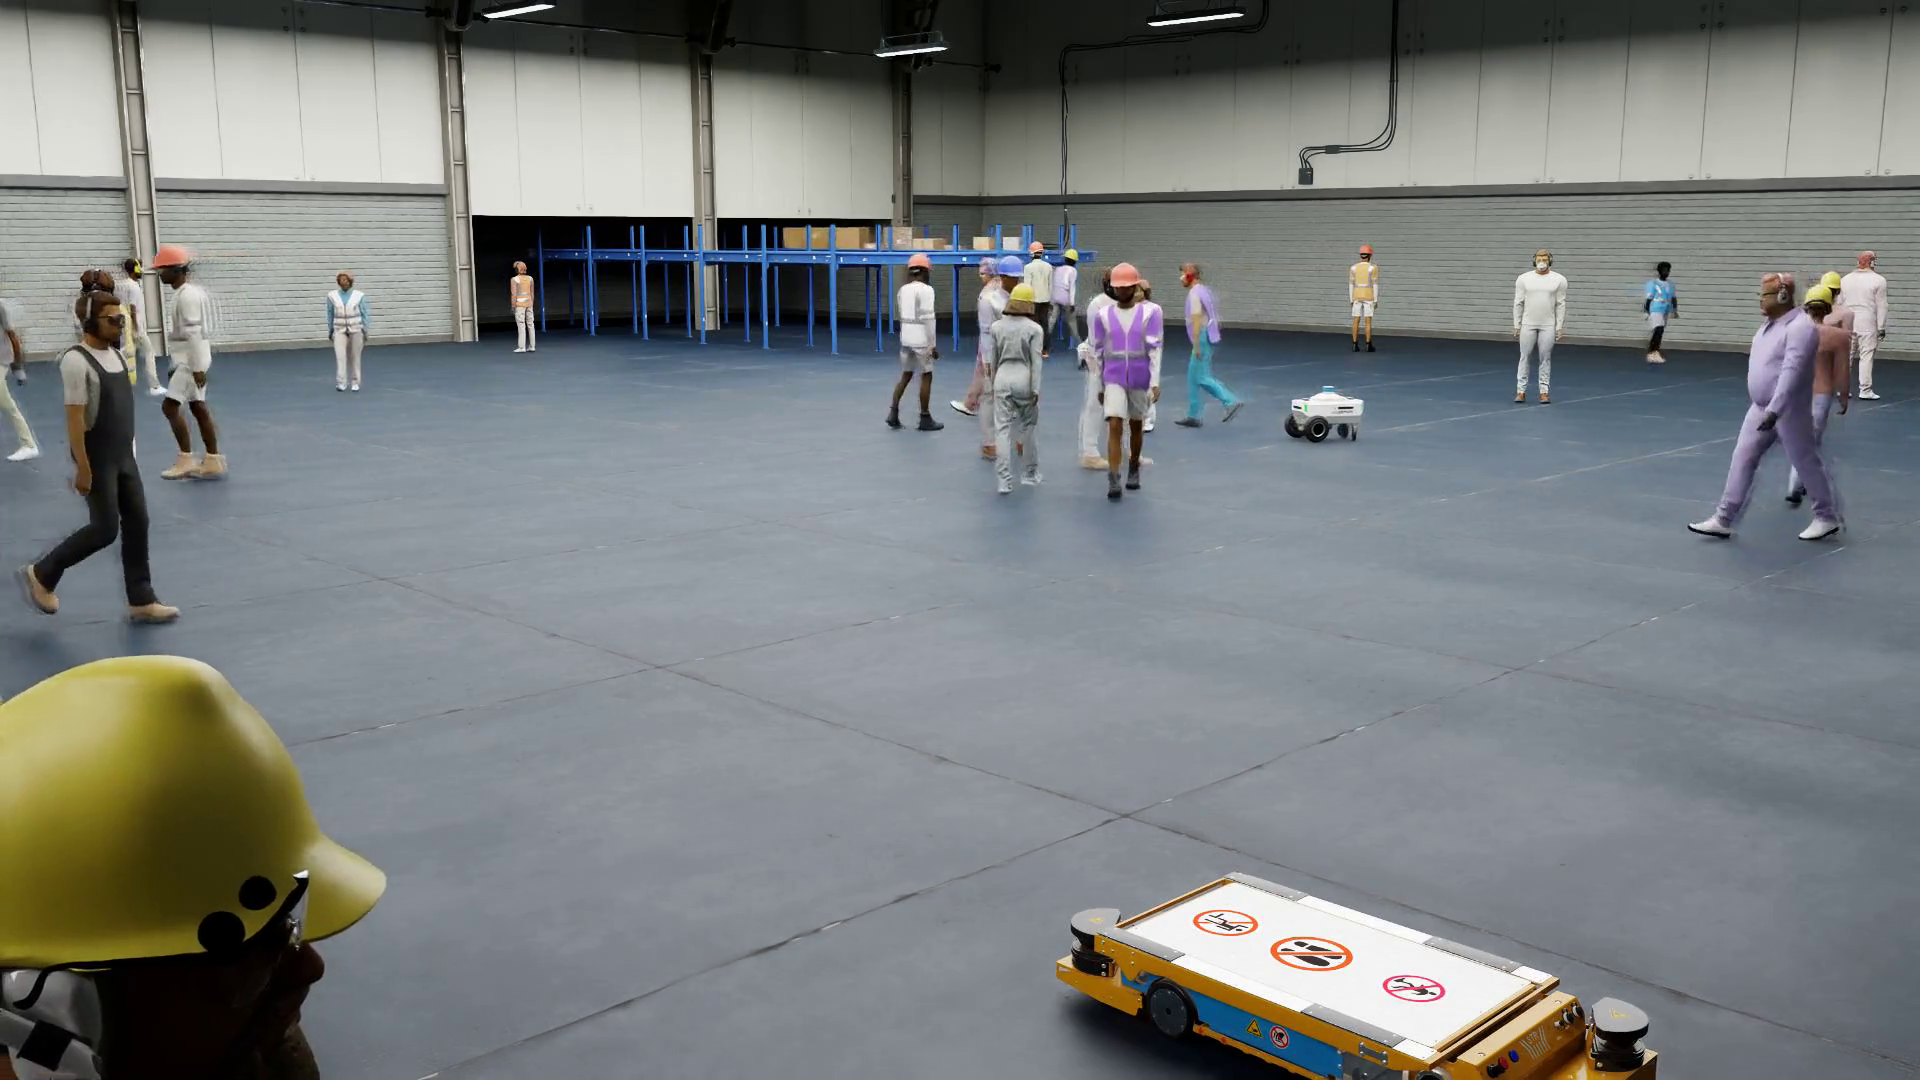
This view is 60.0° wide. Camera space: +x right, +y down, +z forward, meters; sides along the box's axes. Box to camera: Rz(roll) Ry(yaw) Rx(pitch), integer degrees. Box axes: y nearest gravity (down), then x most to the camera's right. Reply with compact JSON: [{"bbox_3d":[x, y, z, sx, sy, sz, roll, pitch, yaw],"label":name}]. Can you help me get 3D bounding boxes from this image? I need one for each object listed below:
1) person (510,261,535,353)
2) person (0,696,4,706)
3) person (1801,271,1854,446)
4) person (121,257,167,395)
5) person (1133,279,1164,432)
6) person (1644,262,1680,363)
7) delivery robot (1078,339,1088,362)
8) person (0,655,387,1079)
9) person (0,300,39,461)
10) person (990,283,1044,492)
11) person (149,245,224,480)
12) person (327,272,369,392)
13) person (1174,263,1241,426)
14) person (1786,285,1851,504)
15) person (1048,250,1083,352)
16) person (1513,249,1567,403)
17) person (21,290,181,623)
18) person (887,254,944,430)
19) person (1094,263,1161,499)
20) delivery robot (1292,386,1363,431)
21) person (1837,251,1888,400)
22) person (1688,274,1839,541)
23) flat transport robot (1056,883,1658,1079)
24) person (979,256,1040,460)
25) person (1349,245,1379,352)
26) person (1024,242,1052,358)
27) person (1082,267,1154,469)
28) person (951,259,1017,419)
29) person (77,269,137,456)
[{"bbox_3d":[-7.913,-4.213,30.095,0.310,1.642,0.514,7,12,33],"label":"person"},{"bbox_3d":[-2.866,0.339,4.619,0.542,1.881,1.004,2,10,8],"label":"person"},{"bbox_3d":[8.804,-1.864,16.963,0.534,1.748,0.639,9,14,41],"label":"person"},{"bbox_3d":[-11.000,-2.821,22.002,0.876,1.834,0.505,-9,13,-39],"label":"person"},{"bbox_3d":[1.951,-1.997,18.012,0.523,1.638,0.311,6,12,29],"label":"person"},{"bbox_3d":[11.652,-3.759,27.539,0.537,1.670,0.643,-5,11,-24],"label":"person"},{"bbox_3d":[2.112,-3.043,26.539,0.477,0.478,0.707,3,11,16],"label":"delivery robot"},{"bbox_3d":[-0.566,0.978,1.259,0.404,1.830,0.602,-2,11,-11],"label":"person"},{"bbox_3d":[-9.031,-1.609,15.416,0.509,1.817,0.995,5,12,26],"label":"person"},{"bbox_3d":[0.490,-1.276,13.885,0.499,1.705,0.820,3,11,17],"label":"person"},{"bbox_3d":[-6.747,-1.516,14.333,0.675,2.021,0.656,-5,12,-27],"label":"person"},{"bbox_3d":[-8.249,-2.789,22.392,0.545,1.602,0.780,-2,11,-12],"label":"person"},{"bbox_3d":[2.751,-2.169,18.484,0.697,1.808,0.618,2,11,13],"label":"person"},{"bbox_3d":[6.784,-1.167,13.269,0.538,1.721,0.931,9,14,41],"label":"person"},{"bbox_3d":[1.894,-4.333,30.187,1.011,1.844,0.652,-8,13,-39],"label":"person"},{"bbox_3d":[7.337,-2.712,21.097,0.632,1.940,0.372,3,11,17],"label":"person"},{"bbox_3d":[-4.715,-0.436,9.024,0.701,1.828,0.518,0,10,1],"label":"person"},{"bbox_3d":[-0.484,-2.153,18.181,0.517,1.908,0.619,-9,14,-41],"label":"person"},{"bbox_3d":[1.362,-1.316,13.629,0.545,1.893,0.992,1,10,6],"label":"person"},{"bbox_3d":[3.843,-1.366,17.393,0.707,0.478,0.477,-3,11,-17],"label":"delivery robot"},{"bbox_3d":[11.691,-2.780,21.547,0.411,1.911,0.643,-7,12,-32],"label":"person"},{"bbox_3d":[5.708,-0.917,11.574,1.032,1.855,0.647,-1,10,-7],"label":"person"},{"bbox_3d":[1.002,1.205,4.401,0.652,0.197,1.431,-10,14,-44],"label":"flat transport robot"},{"bbox_3d":[0.476,-1.692,15.596,0.678,1.913,0.753,-8,13,-36],"label":"person"},{"bbox_3d":[7.387,-4.418,30.399,0.542,1.938,0.358,7,12,32],"label":"person"},{"bbox_3d":[1.326,-4.151,28.786,0.609,1.995,0.378,-8,13,-37],"label":"person"},{"bbox_3d":[1.434,-1.540,15.013,0.761,1.820,0.621,7,13,34],"label":"person"},{"bbox_3d":[0.380,-2.321,19.233,1.030,1.835,0.708,7,12,33],"label":"person"},{"bbox_3d":[-6.823,-1.235,13.304,0.430,1.845,0.619,-4,11,-19],"label":"person"}]
